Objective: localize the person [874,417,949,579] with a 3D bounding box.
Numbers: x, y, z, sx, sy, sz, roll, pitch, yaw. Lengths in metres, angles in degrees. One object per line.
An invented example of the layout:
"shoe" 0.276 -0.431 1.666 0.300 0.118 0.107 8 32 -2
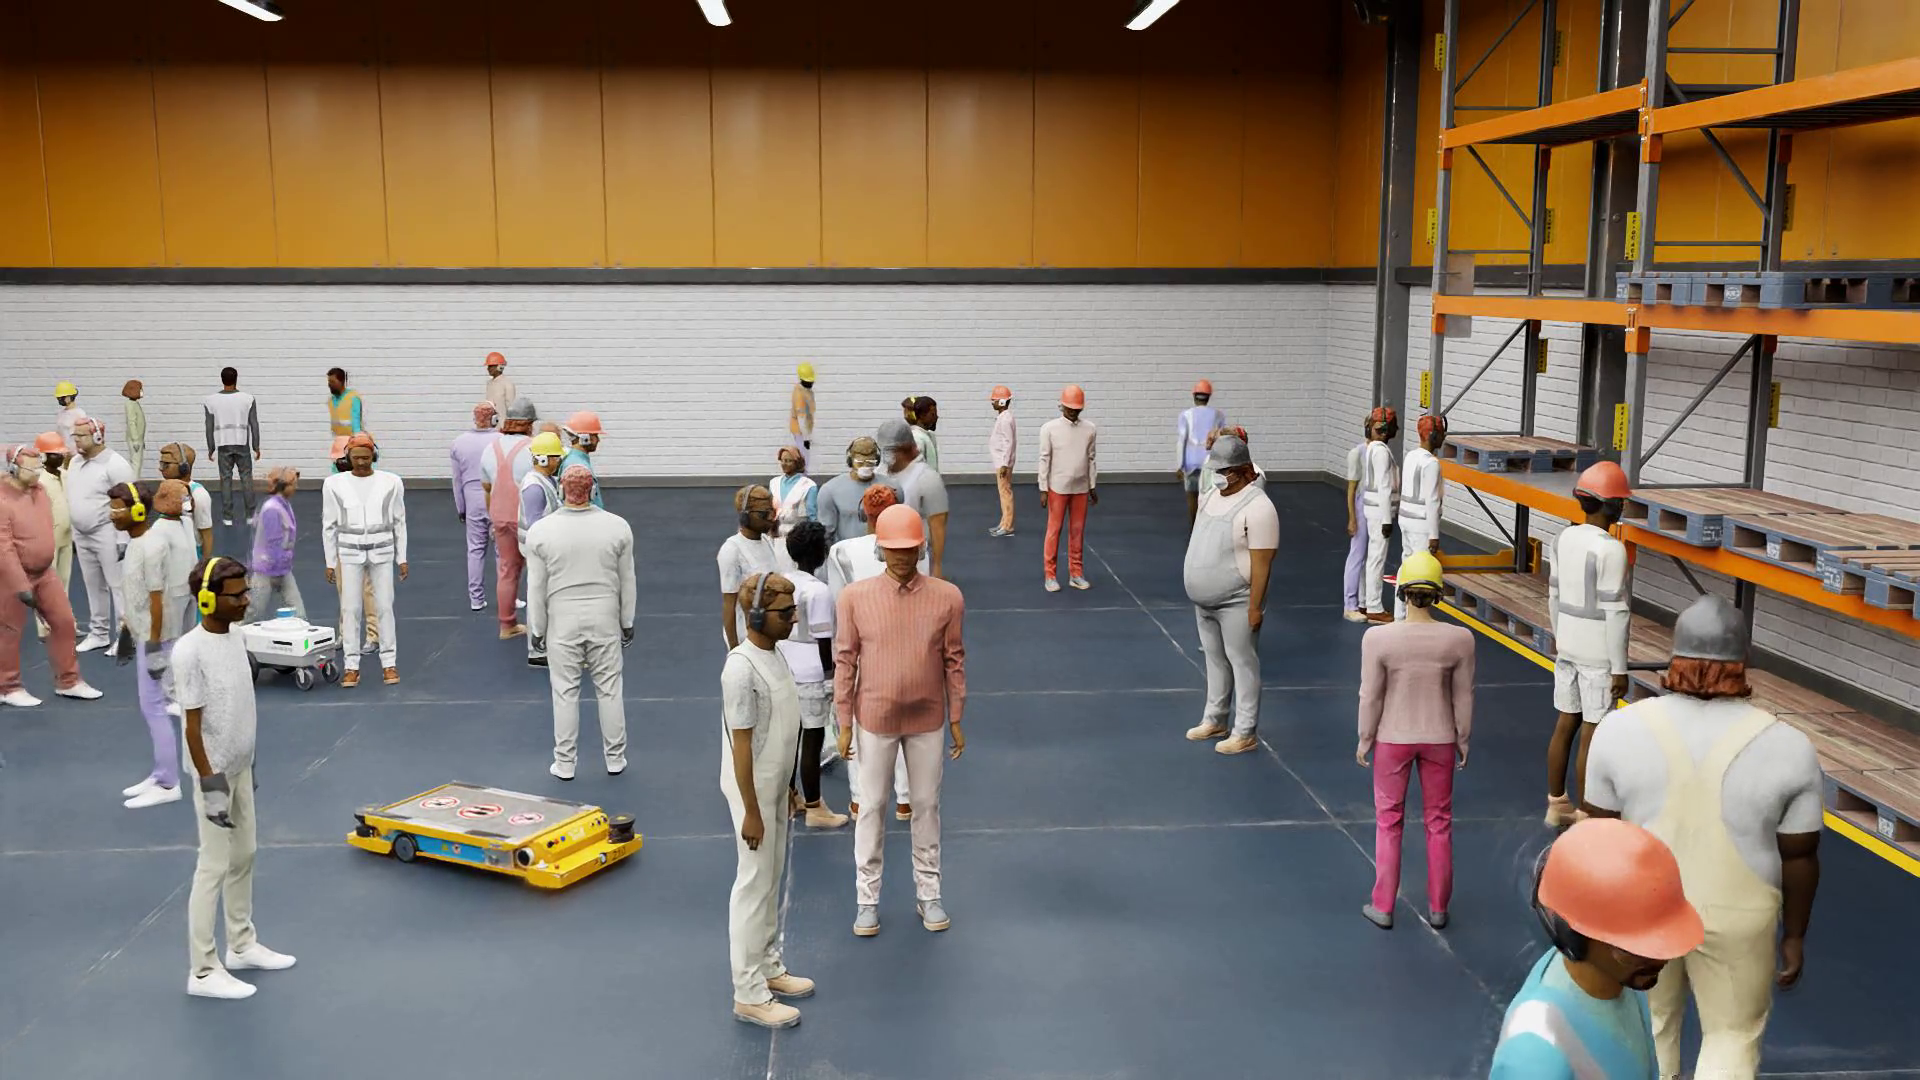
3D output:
"person" -0.452 0.111 11.959 0.688 2.000 0.535 7 11 36

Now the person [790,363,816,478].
"person" -2.081 -1.444 22.279 0.380 1.874 0.698 1 9 4

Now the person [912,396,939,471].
"person" -0.378 -0.372 15.382 0.371 1.916 0.597 0 9 -3

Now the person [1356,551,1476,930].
"person" 2.097 0.928 7.691 0.533 1.768 0.310 0 9 2

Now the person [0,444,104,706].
"person" -6.424 0.262 11.557 0.792 1.867 0.661 2 9 11

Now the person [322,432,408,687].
"person" -4.374 0.140 12.258 0.584 1.885 0.337 -3 10 -19

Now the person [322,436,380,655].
"person" -4.868 0.040 13.305 0.563 1.752 0.326 3 10 20

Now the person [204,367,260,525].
"person" -8.818 -1.138 20.185 0.597 1.916 0.371 -3 10 -19

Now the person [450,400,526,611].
"person" -4.227 -0.303 14.980 0.643 1.908 0.408 1 9 6

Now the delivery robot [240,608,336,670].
"delivery robot" -4.986 0.749 12.312 0.707 0.478 0.477 4 10 21

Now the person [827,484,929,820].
"person" -0.443 0.624 9.229 0.587 1.882 0.341 0 9 3

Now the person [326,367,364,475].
"person" -7.616 -1.226 20.839 0.609 1.892 0.694 5 10 30

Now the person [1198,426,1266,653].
"person" 2.177 0.019 13.145 0.377 1.844 0.569 -6 11 -32

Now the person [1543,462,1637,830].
"person" 3.385 0.601 8.883 0.384 2.043 0.605 -2 9 -12

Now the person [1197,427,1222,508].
"person" 2.338 -0.220 15.304 0.315 1.636 0.515 3 10 18

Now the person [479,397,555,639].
"person" -3.595 -0.180 13.789 0.690 2.000 0.537 4 10 24

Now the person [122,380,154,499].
"person" -10.988 -1.318 22.208 0.286 1.633 0.499 -3 10 -19

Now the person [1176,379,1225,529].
"person" 2.693 -0.860 18.665 0.547 1.872 1.012 1 9 7

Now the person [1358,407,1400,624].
"person" 3.657 -0.215 14.494 0.355 1.886 0.575 0 9 0

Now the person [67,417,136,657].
"person" -6.862 -0.027 13.245 0.642 1.909 0.399 4 10 25

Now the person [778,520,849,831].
"person" -0.837 0.734 9.125 0.322 1.697 0.530 -6 11 -33

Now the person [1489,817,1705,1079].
"person" 1.250 1.493 3.490 1.040 1.985 0.646 5 10 30

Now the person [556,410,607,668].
"person" -2.912 -0.008 12.883 0.406 1.986 0.615 -4 10 -22

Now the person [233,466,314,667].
"person" -5.277 0.231 12.612 0.796 1.596 0.548 -2 9 -10

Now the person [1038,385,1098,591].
"person" 1.052 -0.496 15.950 0.623 1.981 0.406 -4 10 -23

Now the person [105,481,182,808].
"person" -4.682 0.587 9.547 0.348 1.860 0.523 -6 11 -33

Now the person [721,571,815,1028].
"person" -0.789 1.037 6.766 0.343 1.844 0.507 1 9 8

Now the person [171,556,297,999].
"person" -3.091 0.985 7.038 0.330 1.863 0.510 1 9 6

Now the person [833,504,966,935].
"person" -0.272 0.820 7.651 0.618 1.994 0.380 -2 9 -10

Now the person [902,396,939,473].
"person" -0.410 -0.487 16.336 0.405 1.854 0.562 1 9 7

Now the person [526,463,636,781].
"person" -2.268 0.492 9.991 0.641 1.908 0.408 -3 10 -20

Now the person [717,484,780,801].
"person" -1.178 0.596 9.527 0.333 1.843 0.514 4 10 22

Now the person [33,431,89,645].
"person" -7.436 -0.021 13.687 0.340 1.752 0.564 1 9 4

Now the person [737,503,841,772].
"person" -1.078 0.583 10.145 0.879 1.705 0.555 8 12 41

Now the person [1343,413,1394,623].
"person" 3.586 -0.203 14.545 0.511 1.844 0.328 -6 11 -33

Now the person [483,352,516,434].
"person" -6.230 -1.543 22.492 0.613 1.994 0.382 8 12 41

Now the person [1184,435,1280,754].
"person" 1.688 0.327 10.603 0.535 2.000 0.680 -4 10 -25

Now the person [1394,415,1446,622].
"person" 3.823 -0.096 13.794 0.355 1.876 0.573 -1 9 -6

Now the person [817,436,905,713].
"person" -0.676 0.235 11.520 0.635 1.931 0.354 -3 10 -20

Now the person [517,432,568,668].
"person" -3.205 0.076 12.880 0.404 1.824 0.590 -1 9 -4

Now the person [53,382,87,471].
"person" -10.643 -1.018 19.948 0.524 1.761 0.339 6 11 32

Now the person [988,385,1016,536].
"person" 0.483 -0.920 19.335 0.336 1.749 0.575 0 9 -1

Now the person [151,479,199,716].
"person" -5.391 0.389 11.491 0.265 1.632 0.508 0 9 -1

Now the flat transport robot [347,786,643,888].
"flat transport robot" -2.434 1.515 8.687 1.431 0.197 0.652 4 10 26

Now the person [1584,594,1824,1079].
"person" 2.337 1.171 5.307 0.694 2.000 0.772 5 10 30

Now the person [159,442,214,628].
"person" -5.526 0.219 11.891 0.506 1.847 0.343 7 11 36

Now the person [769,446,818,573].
"person" -1.374 0.039 13.657 0.514 1.645 0.309 6 11 33
